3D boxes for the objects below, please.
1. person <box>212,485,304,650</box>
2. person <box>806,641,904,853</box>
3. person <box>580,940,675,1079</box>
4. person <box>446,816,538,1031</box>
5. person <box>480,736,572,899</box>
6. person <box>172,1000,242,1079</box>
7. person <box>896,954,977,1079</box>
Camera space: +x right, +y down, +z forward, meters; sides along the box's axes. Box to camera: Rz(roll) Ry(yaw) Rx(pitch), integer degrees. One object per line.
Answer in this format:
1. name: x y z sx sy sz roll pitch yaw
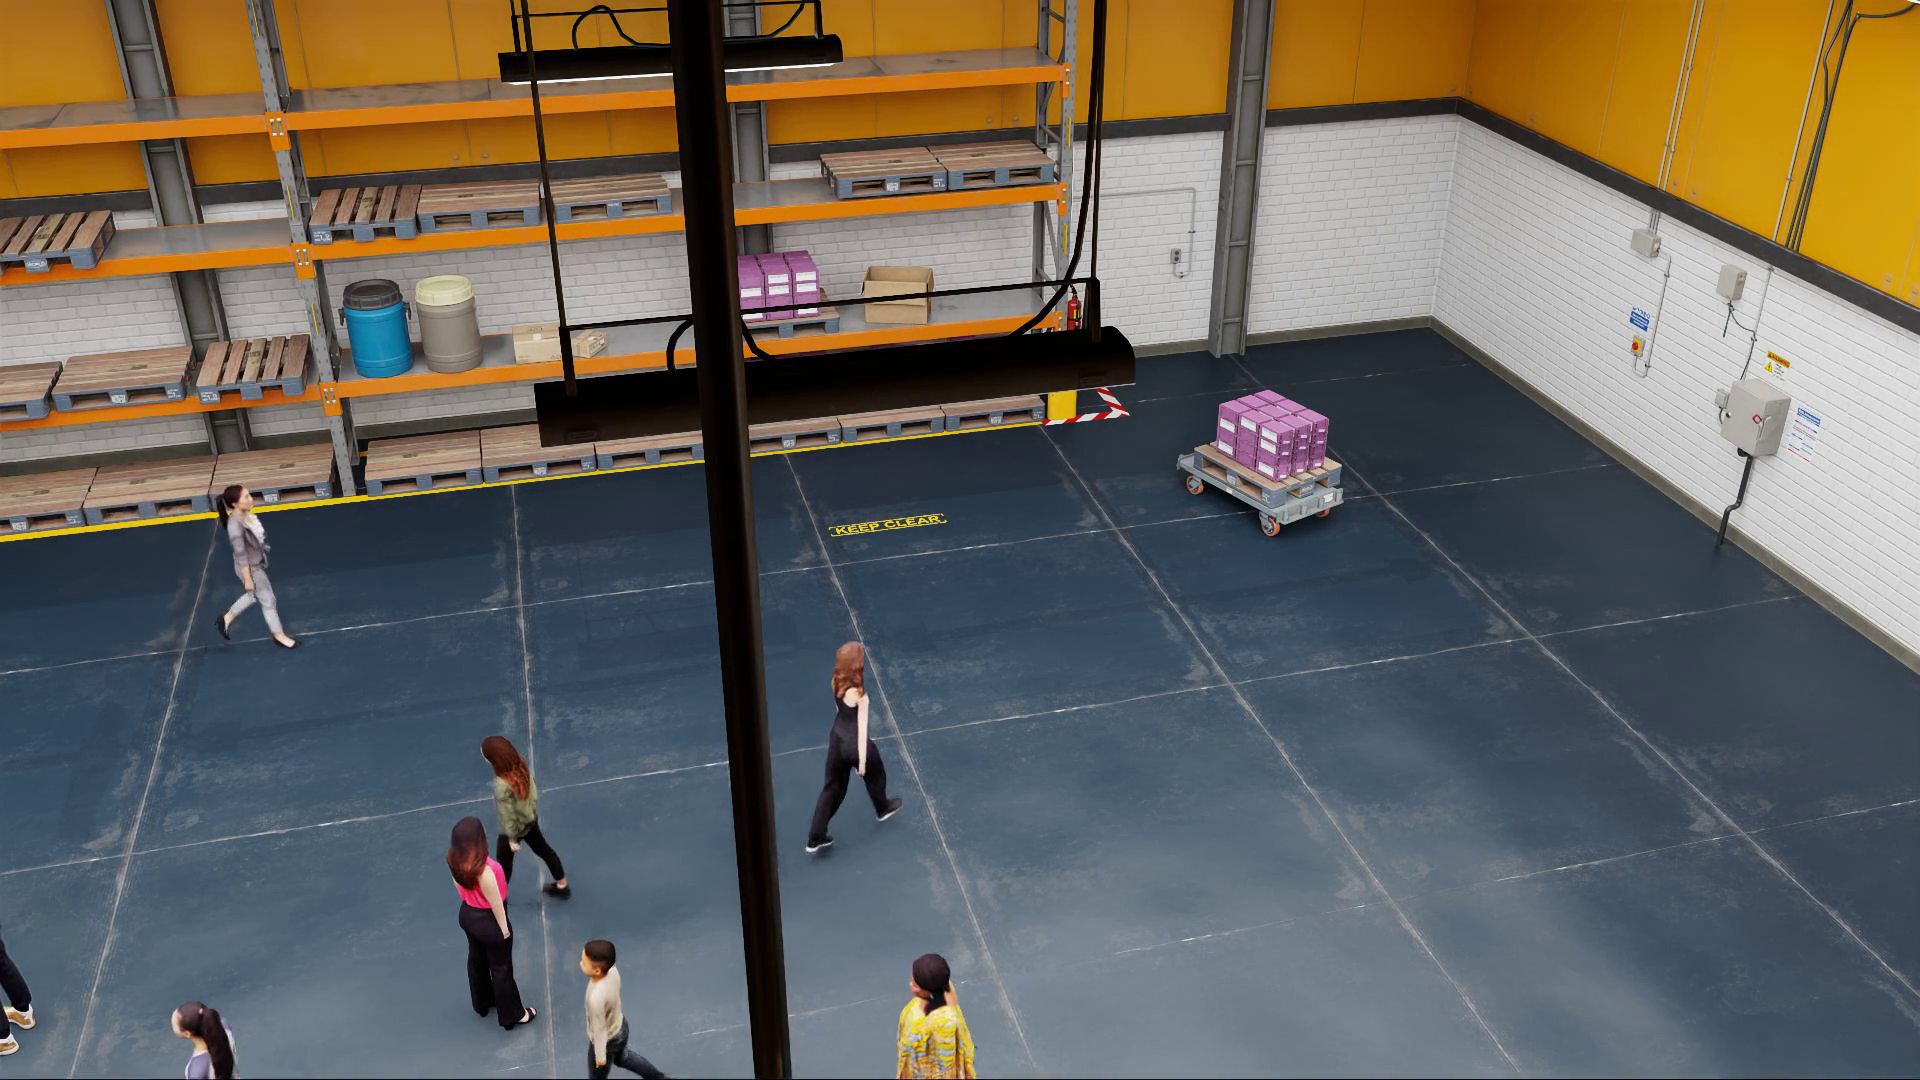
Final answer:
1. person: -6.370 0.269 14.764 0.965 1.659 0.628 -6 29 -11
2. person: -0.895 1.571 12.339 1.008 1.697 1.227 25 37 38
3. person: -2.063 2.972 10.028 0.953 1.449 0.712 0 29 0
4. person: -3.063 2.461 10.753 0.658 1.653 0.691 21 35 33
5. person: -3.066 2.013 11.794 1.039 1.442 0.866 4 29 7
6. person: -4.081 3.216 9.383 0.895 1.639 0.762 2 29 4
7. person: -0.069 3.060 9.666 0.743 1.642 0.720 -5 29 -10
